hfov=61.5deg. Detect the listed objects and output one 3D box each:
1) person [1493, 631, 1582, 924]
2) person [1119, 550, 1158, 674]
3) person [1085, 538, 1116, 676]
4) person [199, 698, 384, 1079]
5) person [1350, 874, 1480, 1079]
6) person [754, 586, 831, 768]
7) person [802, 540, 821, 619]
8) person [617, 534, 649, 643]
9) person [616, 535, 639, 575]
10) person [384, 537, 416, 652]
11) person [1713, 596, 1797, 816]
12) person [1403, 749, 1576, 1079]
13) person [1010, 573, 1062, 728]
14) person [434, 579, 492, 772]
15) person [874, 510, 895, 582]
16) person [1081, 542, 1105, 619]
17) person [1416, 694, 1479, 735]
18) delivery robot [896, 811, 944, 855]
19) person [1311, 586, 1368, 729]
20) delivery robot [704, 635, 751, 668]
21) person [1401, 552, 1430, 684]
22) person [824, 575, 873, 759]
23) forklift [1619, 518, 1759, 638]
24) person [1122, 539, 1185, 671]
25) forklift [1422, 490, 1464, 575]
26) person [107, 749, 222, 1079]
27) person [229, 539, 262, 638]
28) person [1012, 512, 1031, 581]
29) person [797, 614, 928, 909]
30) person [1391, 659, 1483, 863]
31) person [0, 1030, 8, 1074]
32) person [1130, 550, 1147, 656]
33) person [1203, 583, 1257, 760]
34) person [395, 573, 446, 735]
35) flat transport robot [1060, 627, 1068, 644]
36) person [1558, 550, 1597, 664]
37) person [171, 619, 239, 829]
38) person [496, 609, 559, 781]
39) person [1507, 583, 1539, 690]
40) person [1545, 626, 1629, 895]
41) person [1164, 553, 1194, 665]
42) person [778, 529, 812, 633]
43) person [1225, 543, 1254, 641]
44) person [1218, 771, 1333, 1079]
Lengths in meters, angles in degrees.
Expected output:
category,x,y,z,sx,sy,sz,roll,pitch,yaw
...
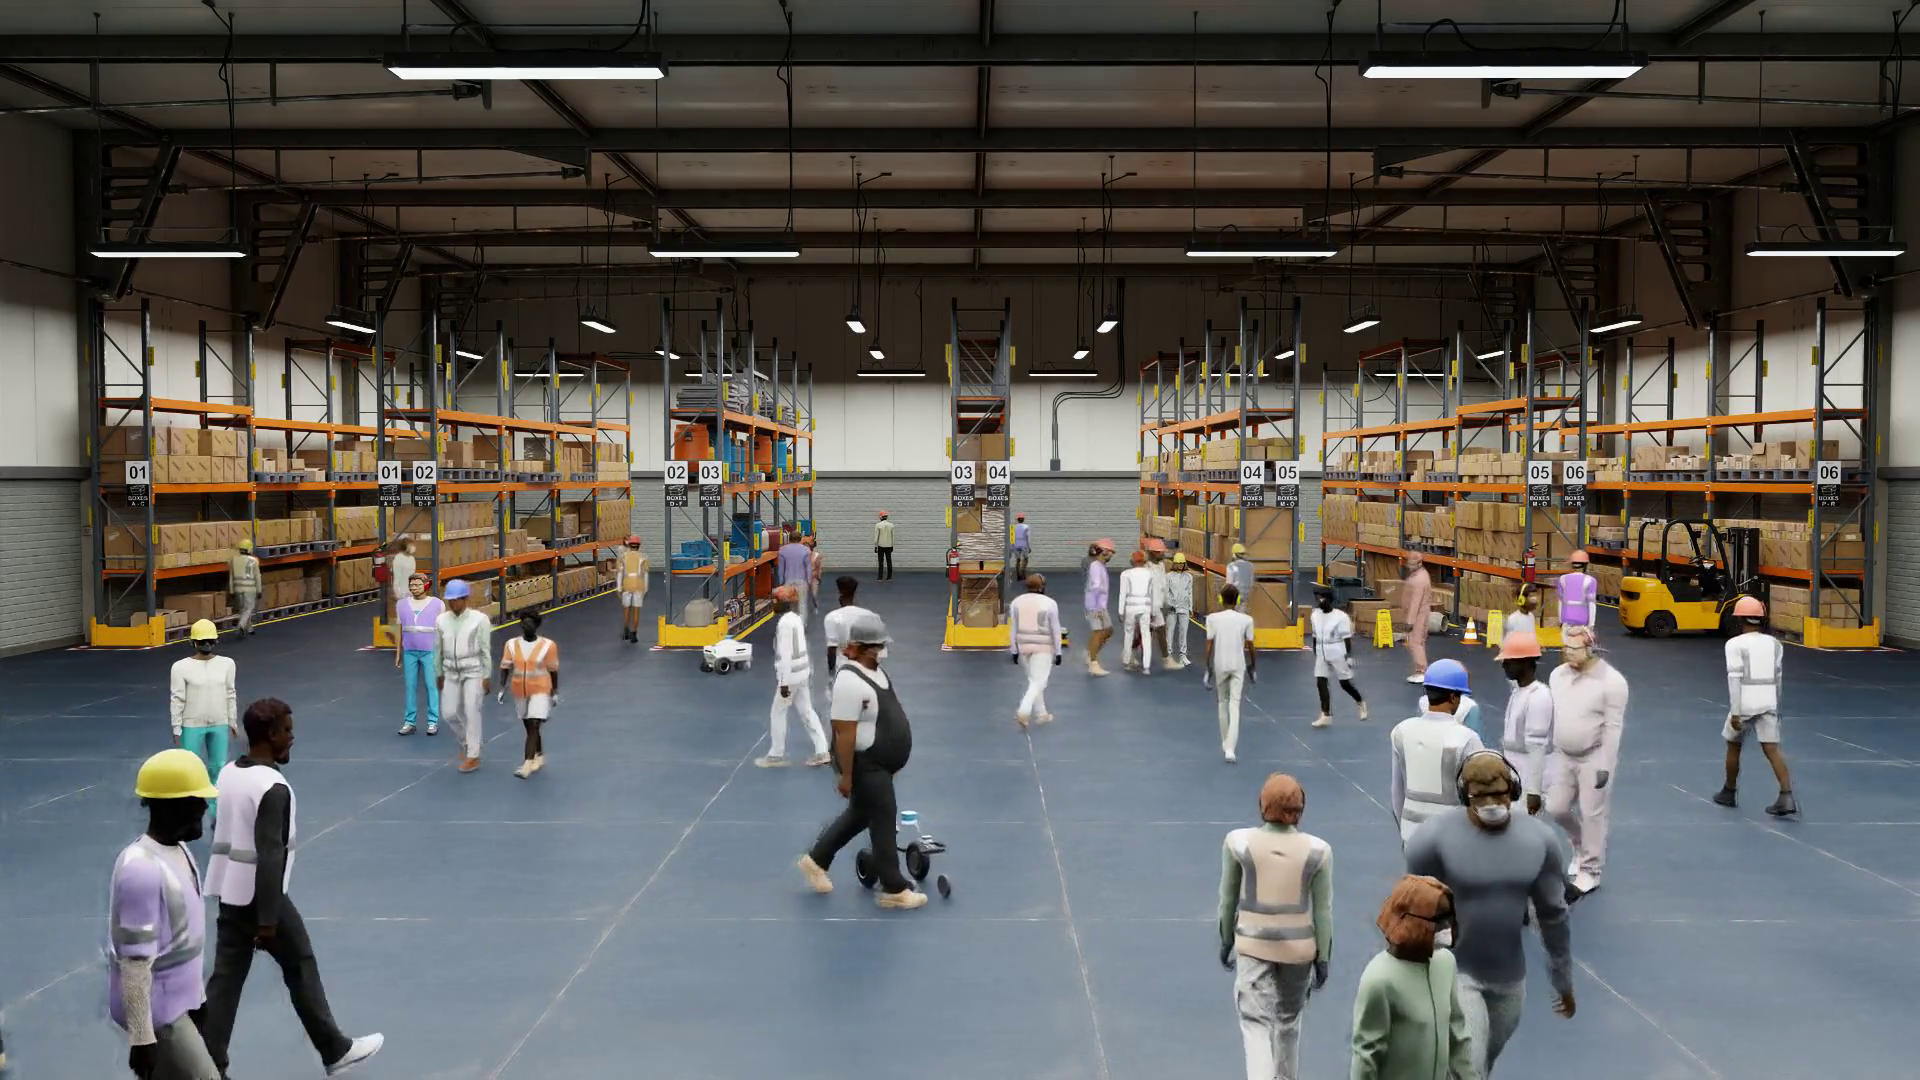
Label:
category,x,y,z,sx,sy,sz,roll,pitch,yaw
person,3.716,1.559,10.551,0.500,1.926,0.575,0,2,5
person,2.657,1.072,24.179,0.622,1.819,1.001,0,2,-5
person,2.059,0.988,23.807,0.416,2.024,0.714,1,2,18
person,-3.259,1.694,7.752,0.592,1.873,0.959,2,3,39
person,1.576,1.919,5.339,0.515,1.600,0.759,-2,3,-44
person,-1.639,1.378,16.197,0.802,1.837,0.702,1,2,16
person,-3.111,0.804,33.320,0.525,1.621,0.555,0,2,2
person,-5.788,0.850,28.686,0.549,1.909,0.645,0,2,-2
person,-7.625,0.673,37.071,0.512,1.579,0.880,0,2,-4
person,-9.360,0.903,27.066,0.552,1.927,0.635,0,2,5
person,6.994,1.445,14.121,0.564,1.890,0.944,0,2,-9
person,2.121,1.752,6.420,0.696,1.863,1.042,0,2,-12
person,0.873,1.286,18.918,0.635,1.812,0.879,2,3,35
person,-4.954,1.339,16.093,0.653,1.924,0.514,0,2,12
person,-2.121,0.161,45.036,0.614,1.987,0.407,-1,3,-30
person,2.684,0.835,32.715,0.504,1.607,0.734,0,2,-2
person,3.605,1.671,11.852,0.816,1.601,0.541,-2,3,-36
delivery robot,-0.367,2.046,11.463,0.335,0.223,0.698,-1,3,-31
person,4.426,1.356,18.953,0.683,1.670,0.544,-2,3,-39
delivery robot,-3.474,1.669,24.156,0.707,0.478,0.477,-2,3,-43
person,6.461,1.099,22.866,0.431,1.877,0.737,1,2,23
person,-1.087,1.322,16.573,0.608,1.933,0.929,-2,3,-35
forklift,13.417,0.684,29.791,2.313,2.155,1.214,0,2,0
person,2.912,0.972,24.621,1.048,2.004,0.631,1,3,28
forklift,13.926,-0.371,47.846,1.873,2.768,1.129,0,2,0
person,-2.929,1.740,6.094,0.500,1.912,0.611,-1,2,-18
person,-12.920,0.878,29.168,0.611,1.809,0.782,0,2,12
person,1.723,0.180,45.225,0.599,1.926,0.462,1,2,23
person,-0.693,1.500,11.168,0.915,2.000,0.686,0,2,8
person,2.633,1.621,8.824,0.394,1.942,0.601,-2,3,-35
person,-5.077,1.735,7.707,0.955,1.794,0.516,-2,3,-34
person,2.963,1.018,26.686,0.519,1.722,0.920,0,2,5
person,2.831,1.362,16.890,0.540,1.822,0.973,1,2,13
person,-6.143,1.287,18.406,0.575,1.843,0.375,0,2,2
flat transport robot,1.560,1.678,28.624,0.652,0.197,1.431,0,2,1
person,8.556,1.097,22.334,0.560,1.910,0.699,2,3,40
person,-6.203,1.530,13.279,0.322,1.767,0.533,2,3,43
person,-4.201,1.489,15.747,0.544,1.644,0.907,0,2,8
person,5.790,1.362,16.525,0.382,1.844,0.543,2,3,44
person,4.440,1.546,11.471,0.482,1.888,0.642,-2,3,-35
person,3.408,1.069,25.152,0.484,1.745,0.297,-1,2,-13
person,-3.090,0.769,30.283,0.635,1.937,0.354,0,2,1
person,4.706,0.962,27.140,0.594,1.807,0.515,-1,3,-33
person,1.411,1.849,7.186,0.505,1.607,0.769,0,2,5
